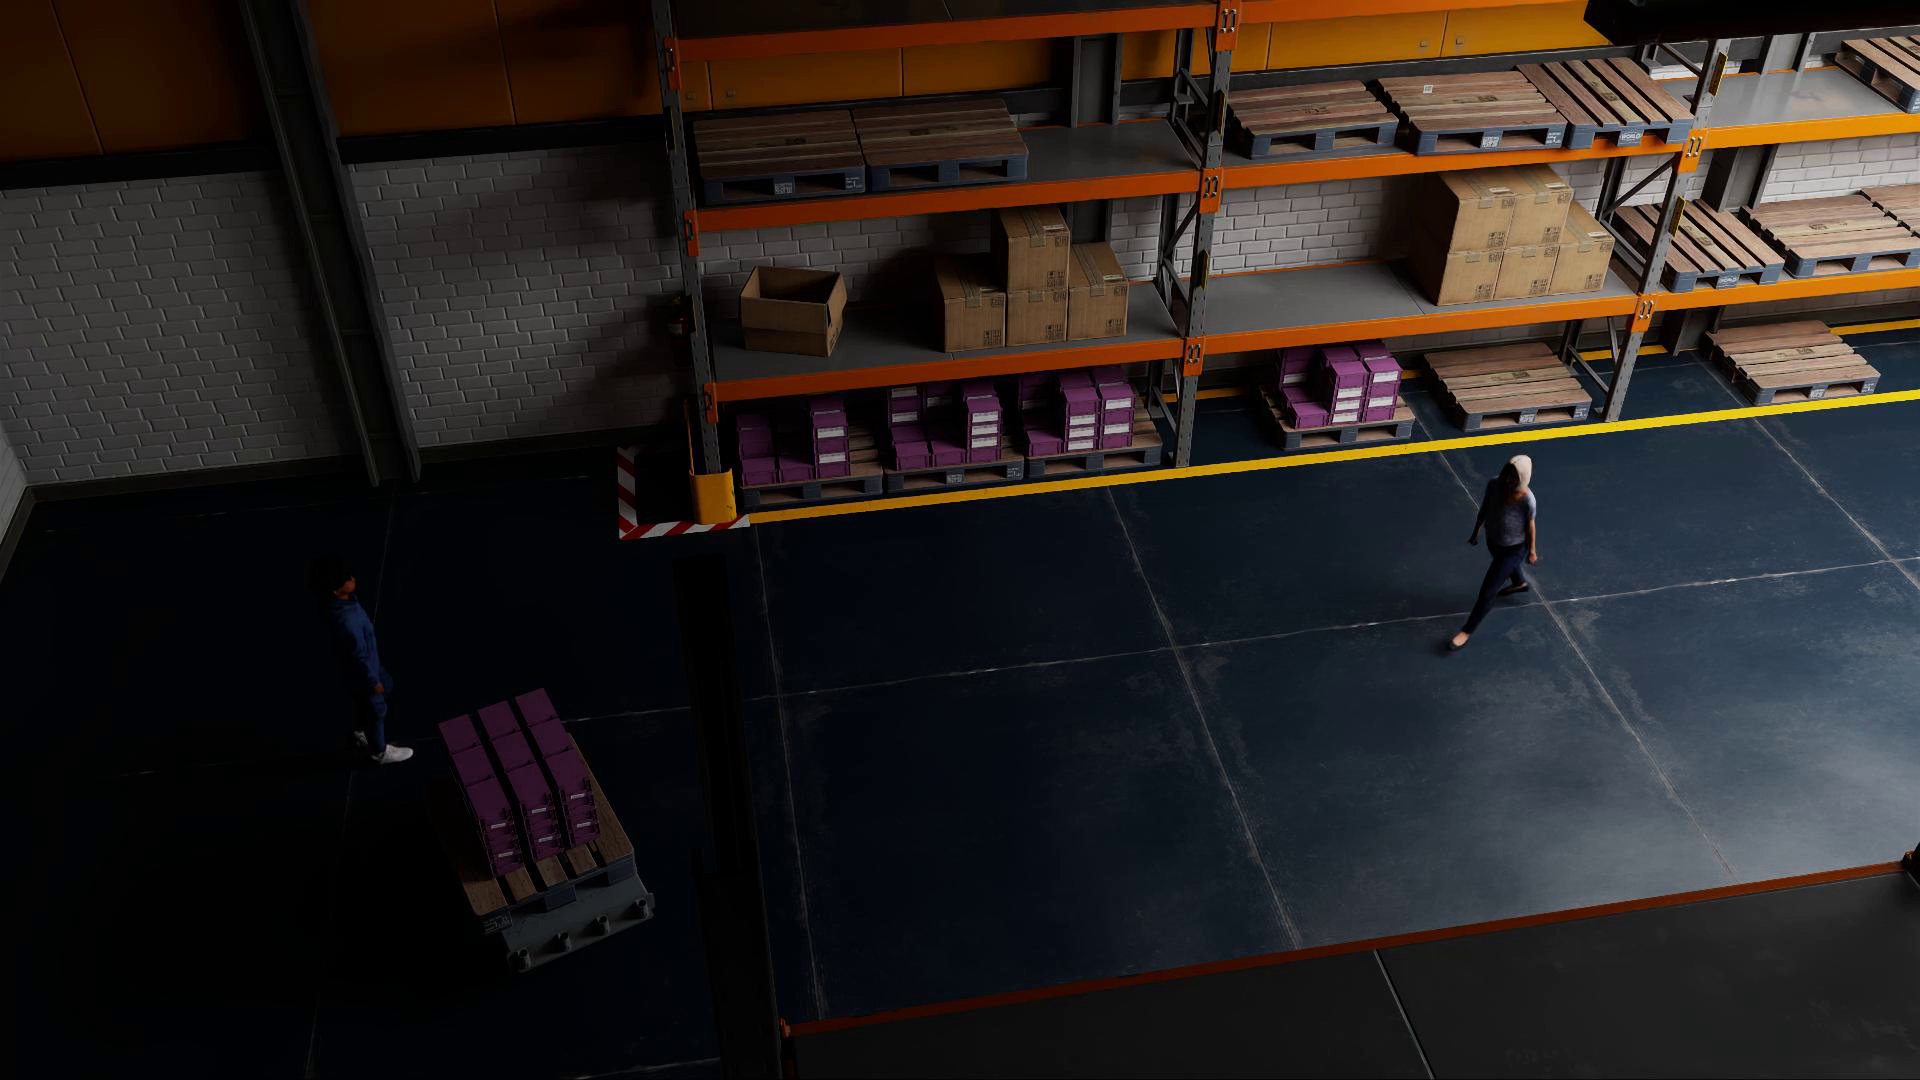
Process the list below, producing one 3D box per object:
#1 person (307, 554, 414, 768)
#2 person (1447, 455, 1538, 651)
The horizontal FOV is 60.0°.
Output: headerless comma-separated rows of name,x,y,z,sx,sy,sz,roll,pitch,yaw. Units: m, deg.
person,-4.109,0.844,11.132,0.762,1.798,0.767,-18,42,-21
person,4.074,0.005,12.291,1.266,1.665,0.923,-18,42,-21
